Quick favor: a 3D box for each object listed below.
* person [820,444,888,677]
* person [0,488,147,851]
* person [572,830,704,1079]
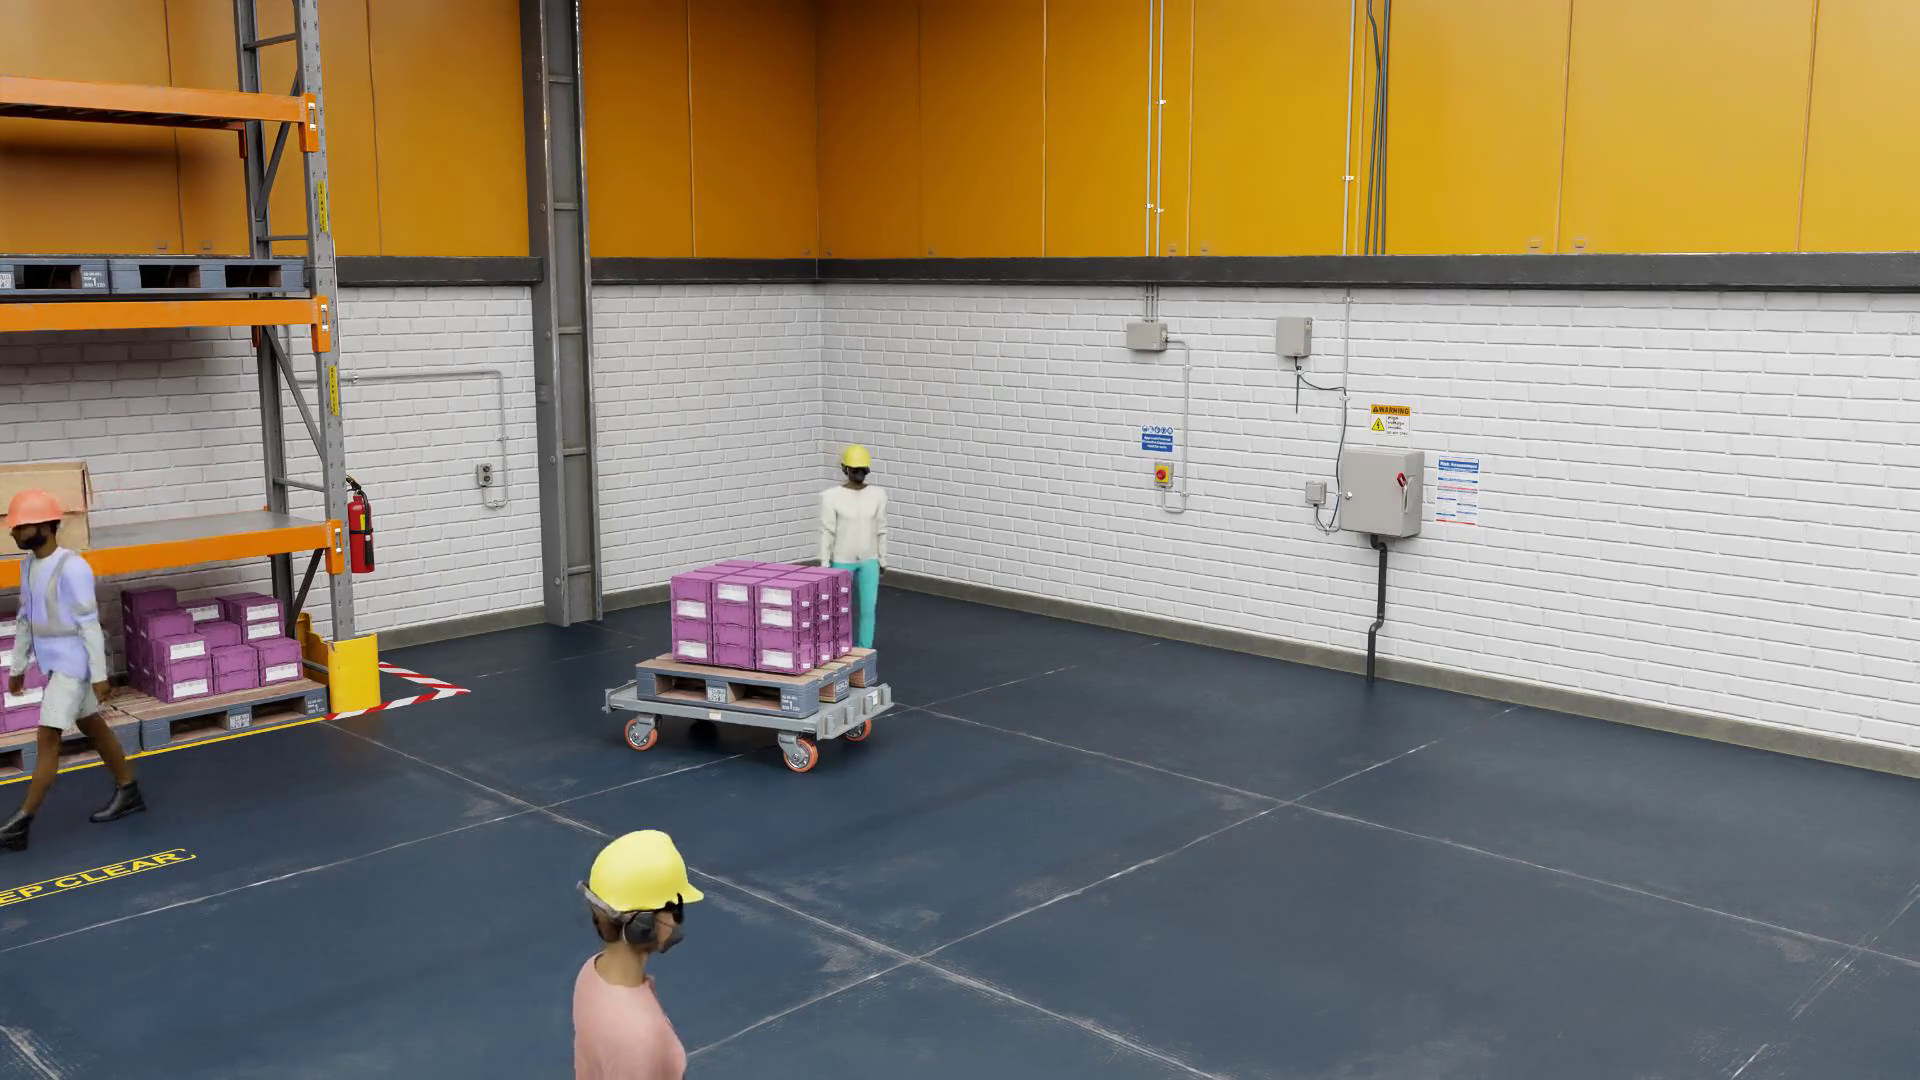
[{"bbox_3d":[-0.817,0.131,12.526,0.535,1.751,0.685,-4,10,-21],"label":"person"},{"bbox_3d":[-4.838,0.665,8.826,0.568,1.879,0.992,7,12,39],"label":"person"},{"bbox_3d":[-0.768,1.535,3.880,0.402,1.751,0.538,-4,10,-21],"label":"person"}]
